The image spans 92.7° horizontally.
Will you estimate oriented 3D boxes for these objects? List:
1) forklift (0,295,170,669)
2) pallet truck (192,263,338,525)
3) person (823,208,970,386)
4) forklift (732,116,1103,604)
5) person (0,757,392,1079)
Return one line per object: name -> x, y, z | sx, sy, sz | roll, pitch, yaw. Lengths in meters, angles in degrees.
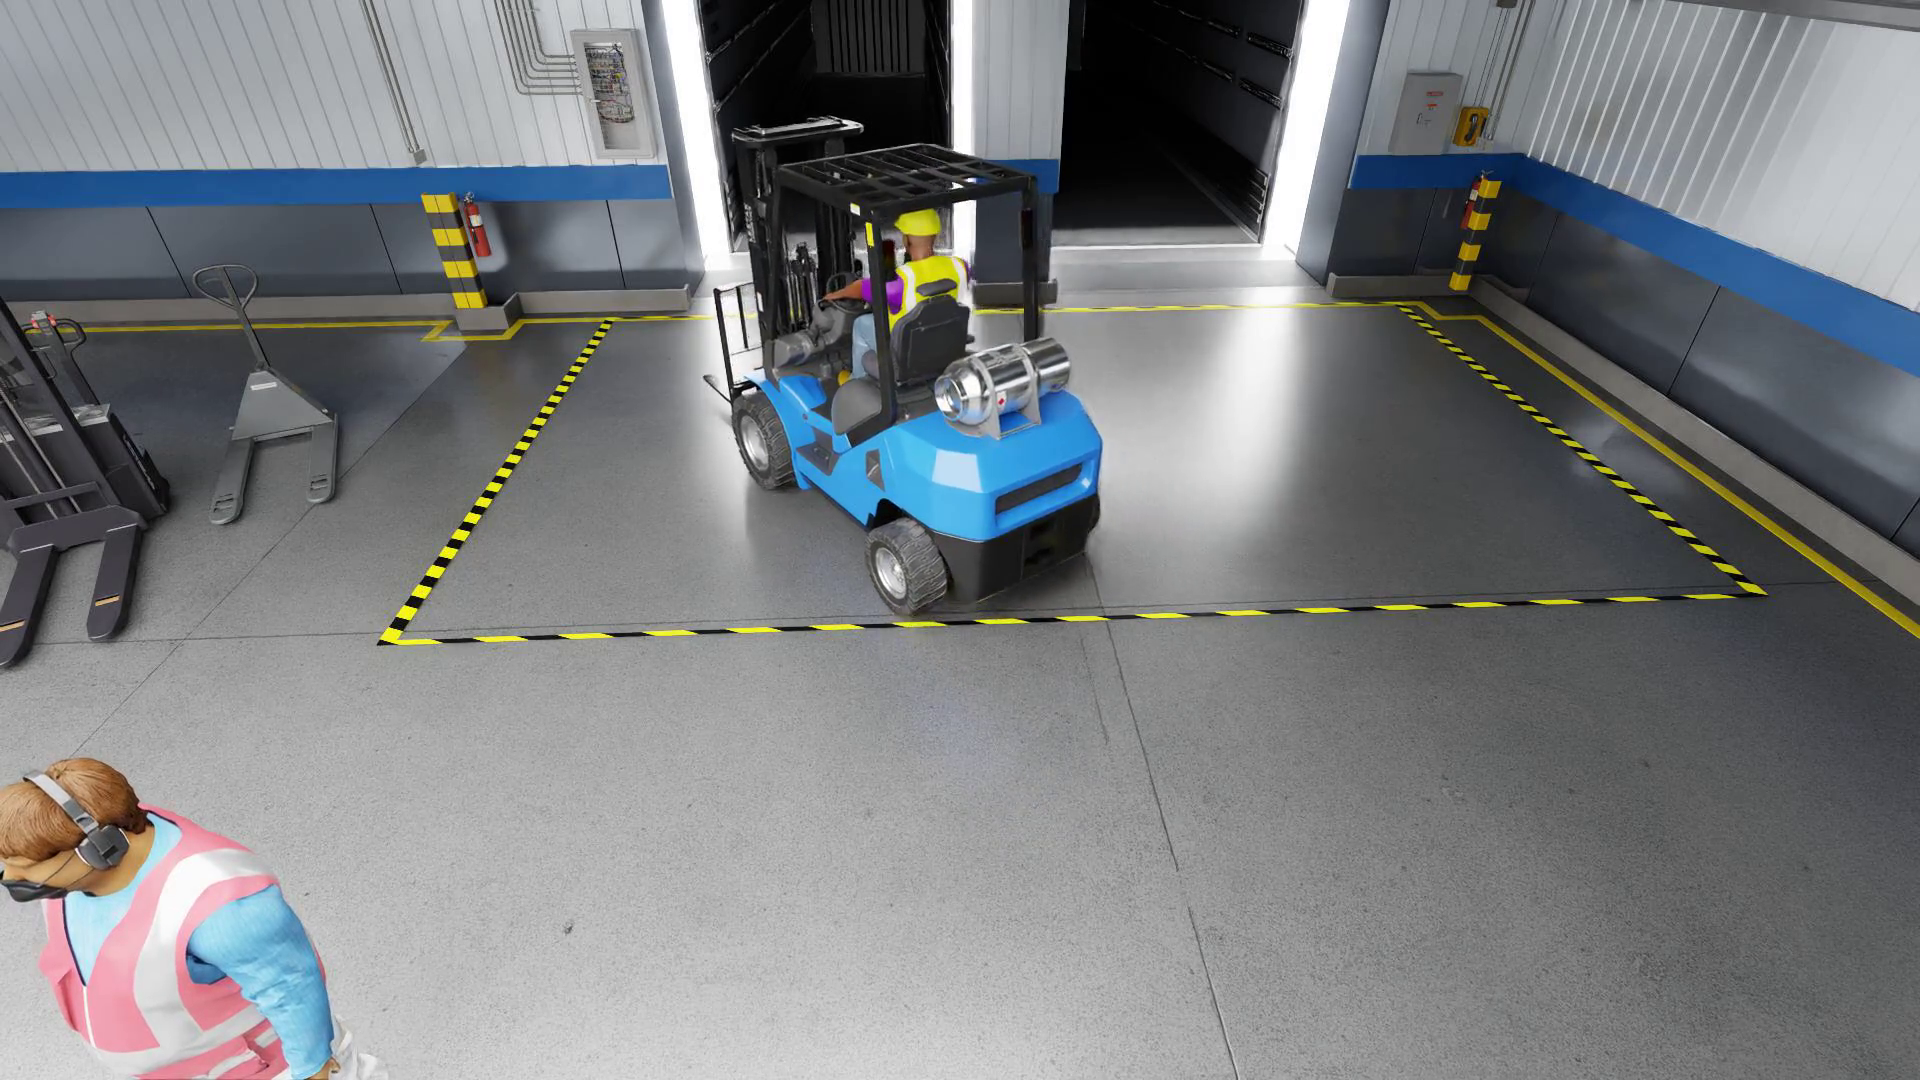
forklift -> -5.212, -0.618, 4.878 | 0.823, 1.965, 1.885 | -20, 39, -26
pallet truck -> -4.778, -1.027, 6.128 | 0.680, 1.201, 1.601 | -17, 38, -23
person -> -0.395, -1.359, 5.304 | 0.635, 1.294, 1.004 | -23, 41, -30
forklift -> -0.365, -1.175, 5.368 | 1.157, 2.036, 2.680 | -23, 41, -30
person -> -1.855, 1.236, 2.348 | 0.621, 1.845, 0.430 | 12, 37, 17
